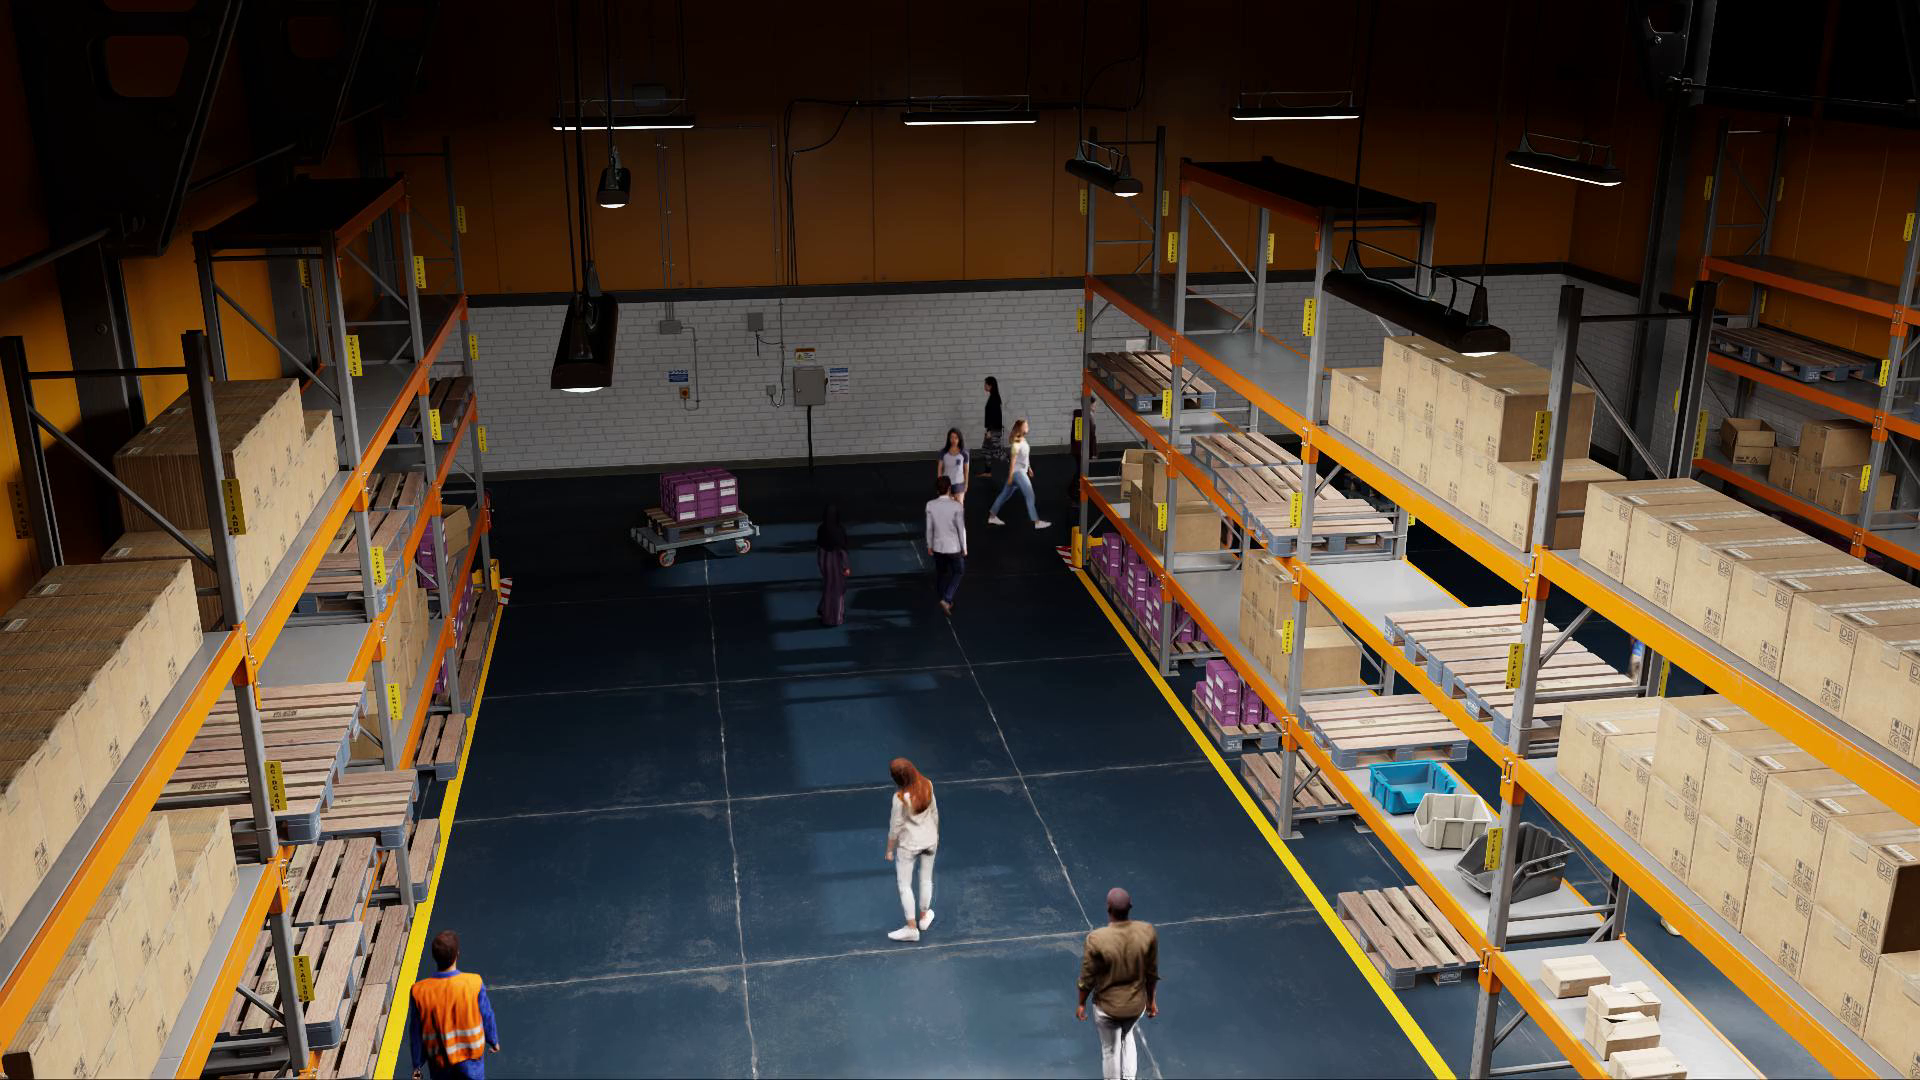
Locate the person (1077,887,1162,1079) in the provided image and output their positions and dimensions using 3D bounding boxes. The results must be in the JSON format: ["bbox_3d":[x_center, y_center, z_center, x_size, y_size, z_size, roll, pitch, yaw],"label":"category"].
[{"bbox_3d":[1.153,3.319,11.735,0.773,1.816,0.671,-6,19,-16],"label":"person"}]

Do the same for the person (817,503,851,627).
[{"bbox_3d":[-1.650,0.324,20.952,0.809,1.609,0.858,16,24,39],"label":"person"}]

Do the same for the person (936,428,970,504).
[{"bbox_3d":[-0.092,-0.810,24.241,0.890,1.660,1.203,4,19,10],"label":"person"}]

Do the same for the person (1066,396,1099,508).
[{"bbox_3d":[1.881,-1.371,25.658,0.879,1.818,0.632,-13,22,-33],"label":"person"}]

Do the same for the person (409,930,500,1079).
[{"bbox_3d":[-3.375,3.524,11.108,0.696,1.827,1.091,-3,19,-10],"label":"person"}]

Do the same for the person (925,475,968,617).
[{"bbox_3d":[-0.194,0.108,21.233,0.941,1.839,1.050,7,20,19],"label":"person"}]

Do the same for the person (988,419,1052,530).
[{"bbox_3d":[0.762,-0.944,24.626,0.943,1.667,1.202,3,19,8],"label":"person"}]

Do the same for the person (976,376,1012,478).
[{"bbox_3d":[0.635,-1.815,27.151,0.833,1.707,0.960,1,19,3],"label":"person"}]

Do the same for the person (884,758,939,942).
[{"bbox_3d":[-0.342,2.579,14.147,0.793,1.677,0.757,-6,20,-18],"label":"person"}]
